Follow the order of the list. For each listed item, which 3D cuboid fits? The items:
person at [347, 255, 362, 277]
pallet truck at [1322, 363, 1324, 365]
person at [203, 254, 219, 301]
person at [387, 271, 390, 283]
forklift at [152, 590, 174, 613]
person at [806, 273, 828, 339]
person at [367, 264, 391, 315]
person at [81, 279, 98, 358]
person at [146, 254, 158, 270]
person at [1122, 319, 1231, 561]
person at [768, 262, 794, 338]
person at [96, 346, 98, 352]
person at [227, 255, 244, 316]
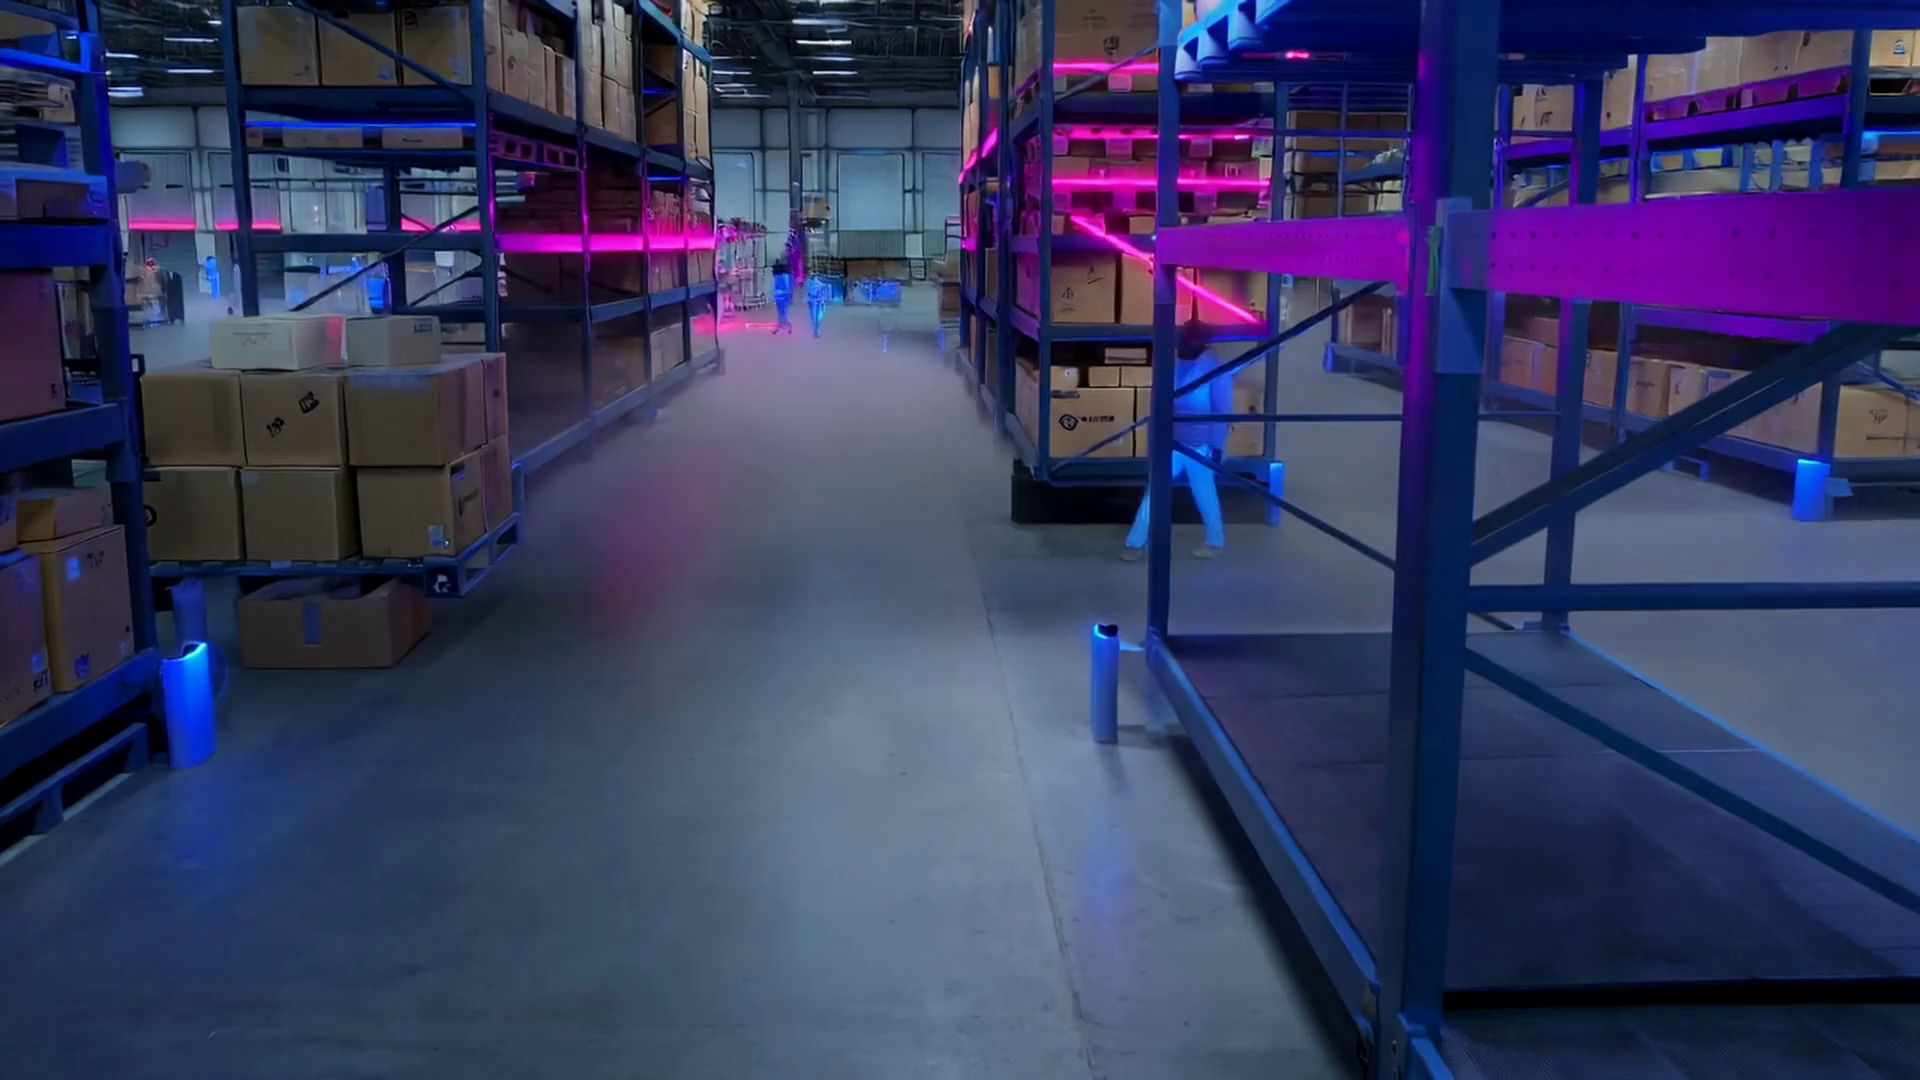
[{"bbox_3d":[-23.159,-9.965,63.602,0.770,1.821,0.631,6,12,31],"label":"person"},{"bbox_3d":[7.712,-4.157,30.737,1.885,1.965,0.823,3,11,16],"label":"pallet truck"},{"bbox_3d":[-29.613,-10.360,65.732,0.429,1.841,0.634,8,13,38],"label":"person"},{"bbox_3d":[-18.756,-8.393,55.203,0.321,1.693,0.535,9,13,40],"label":"person"},{"bbox_3d":[-5.858,-0.811,9.639,1.873,2.768,1.129,-1,10,-3],"label":"forklift"},{"bbox_3d":[-3.466,-5.654,40.218,0.503,1.587,0.902,3,11,18],"label":"person"},{"bbox_3d":[-11.982,-4.771,34.379,0.596,1.918,0.384,6,12,30],"label":"person"},{"bbox_3d":[-16.101,-4.054,31.102,0.867,1.652,0.553,2,10,9],"label":"person"},{"bbox_3d":[-27.199,-8.683,56.114,0.369,1.939,0.542,-5,11,-27],"label":"person"},{"bbox_3d":[1.615,-0.712,12.153,0.672,1.786,0.715,7,13,36],"label":"person"},{"bbox_3d":[-4.394,-5.839,40.561,0.586,1.829,0.959,7,12,33],"label":"person"},{"bbox_3d":[-18.248,-4.900,35.236,0.309,1.868,0.534,-4,11,-21],"label":"person"},{"bbox_3d":[-22.903,-8.076,52.759,0.571,1.927,0.632,0,10,1],"label":"person"}]
